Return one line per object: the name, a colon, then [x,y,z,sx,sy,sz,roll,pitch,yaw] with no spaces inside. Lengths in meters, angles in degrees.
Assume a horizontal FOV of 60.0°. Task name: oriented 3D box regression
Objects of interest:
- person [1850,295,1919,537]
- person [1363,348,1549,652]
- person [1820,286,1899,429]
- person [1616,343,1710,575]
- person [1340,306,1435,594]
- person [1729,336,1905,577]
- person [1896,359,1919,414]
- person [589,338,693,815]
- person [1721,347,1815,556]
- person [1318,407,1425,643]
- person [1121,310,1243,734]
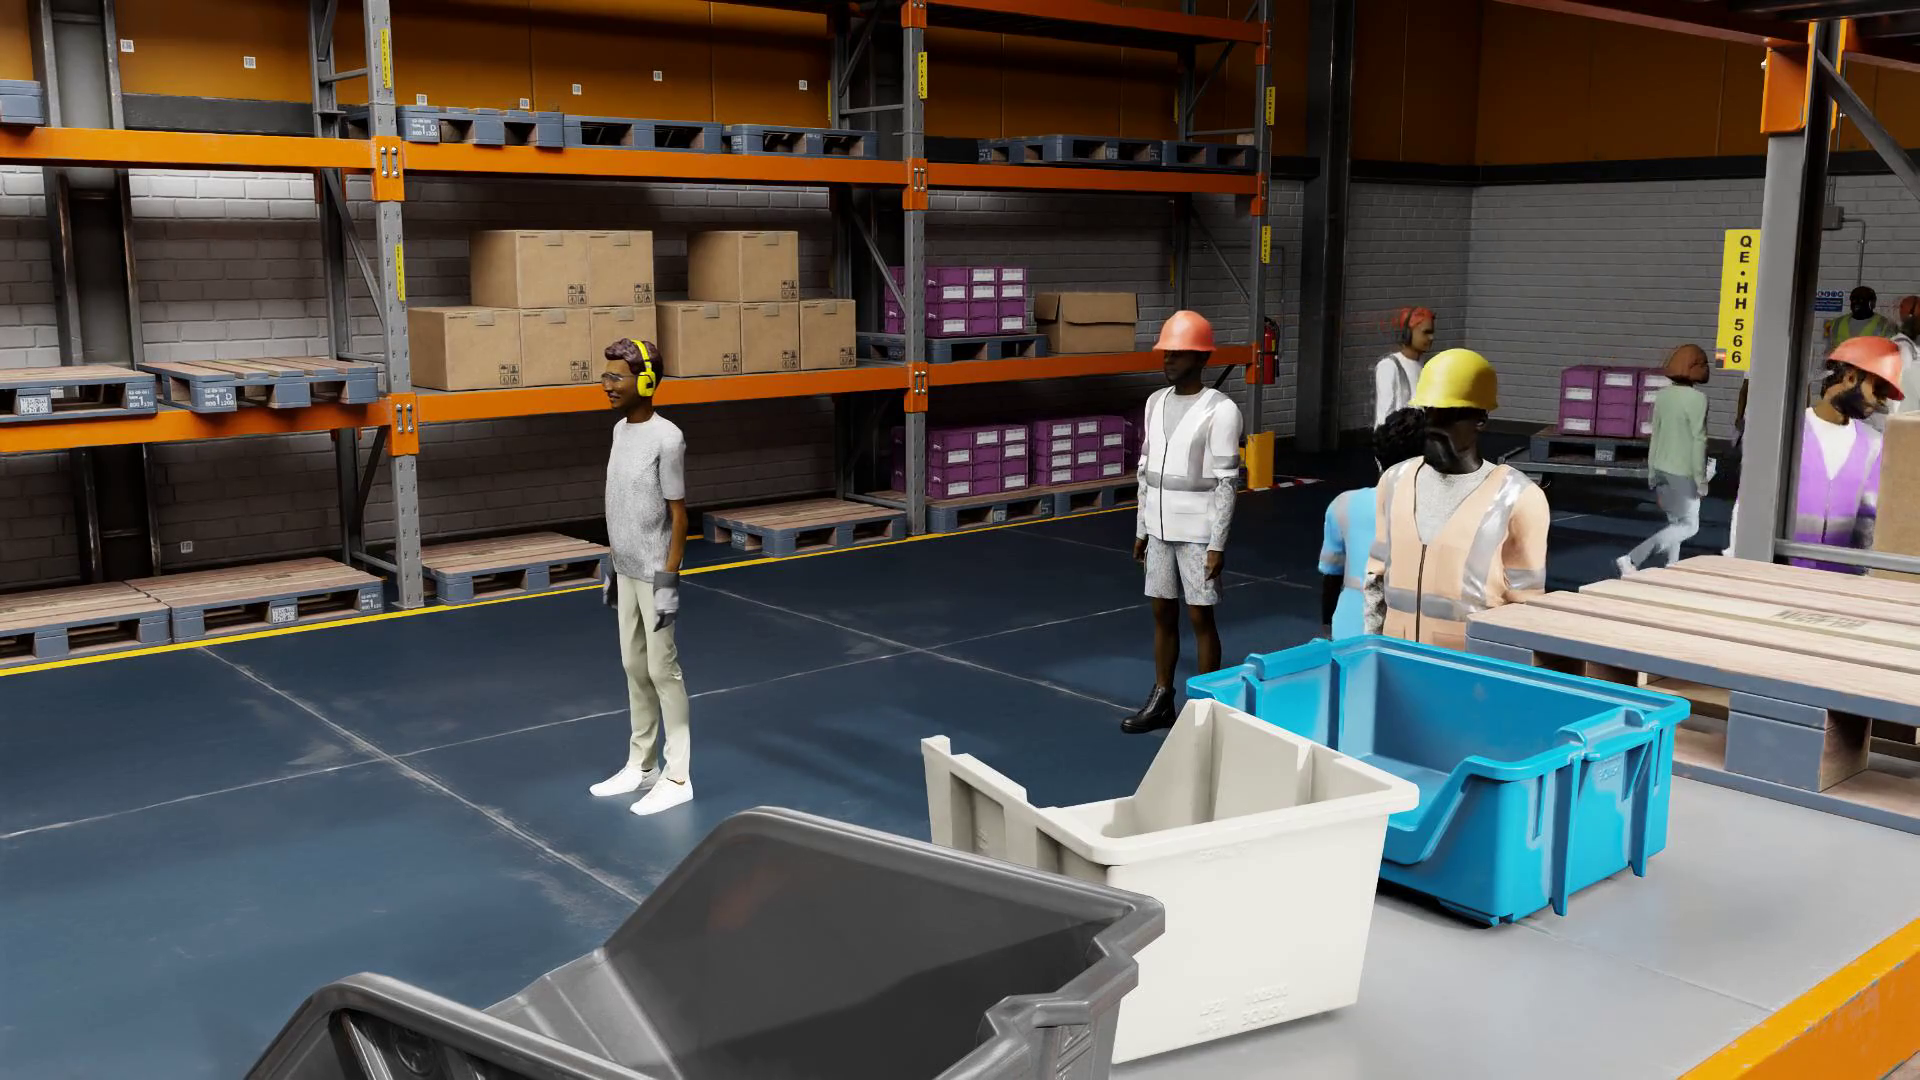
person: [6.800,-0.856,12.214,0.598,1.859,0.598,4,11,24]
person: [1.450,0.393,5.000,0.360,1.930,0.587,-9,13,-40]
person: [8.294,-1.423,15.422,0.429,1.844,0.626,-9,13,-40]
person: [4.405,-0.413,10.364,0.552,1.621,0.499,-1,10,-6]
person: [2.638,-0.487,10.120,0.600,1.867,0.681,-10,14,-44]
person: [3.309,0.147,6.530,0.641,1.886,0.421,0,10,-2]
person: [5.269,-0.300,8.855,0.372,1.940,0.631,-9,13,-40]
person: [-1.264,0.142,6.577,0.328,1.872,0.513,-9,13,-40]
person: [5.723,-0.785,11.764,0.328,1.872,0.513,-9,13,-40]
person: [1.591,0.362,5.913,0.810,1.660,0.539,-9,13,-40]
person: [0.989,-0.049,7.441,0.350,1.942,0.545,-9,13,-40]
